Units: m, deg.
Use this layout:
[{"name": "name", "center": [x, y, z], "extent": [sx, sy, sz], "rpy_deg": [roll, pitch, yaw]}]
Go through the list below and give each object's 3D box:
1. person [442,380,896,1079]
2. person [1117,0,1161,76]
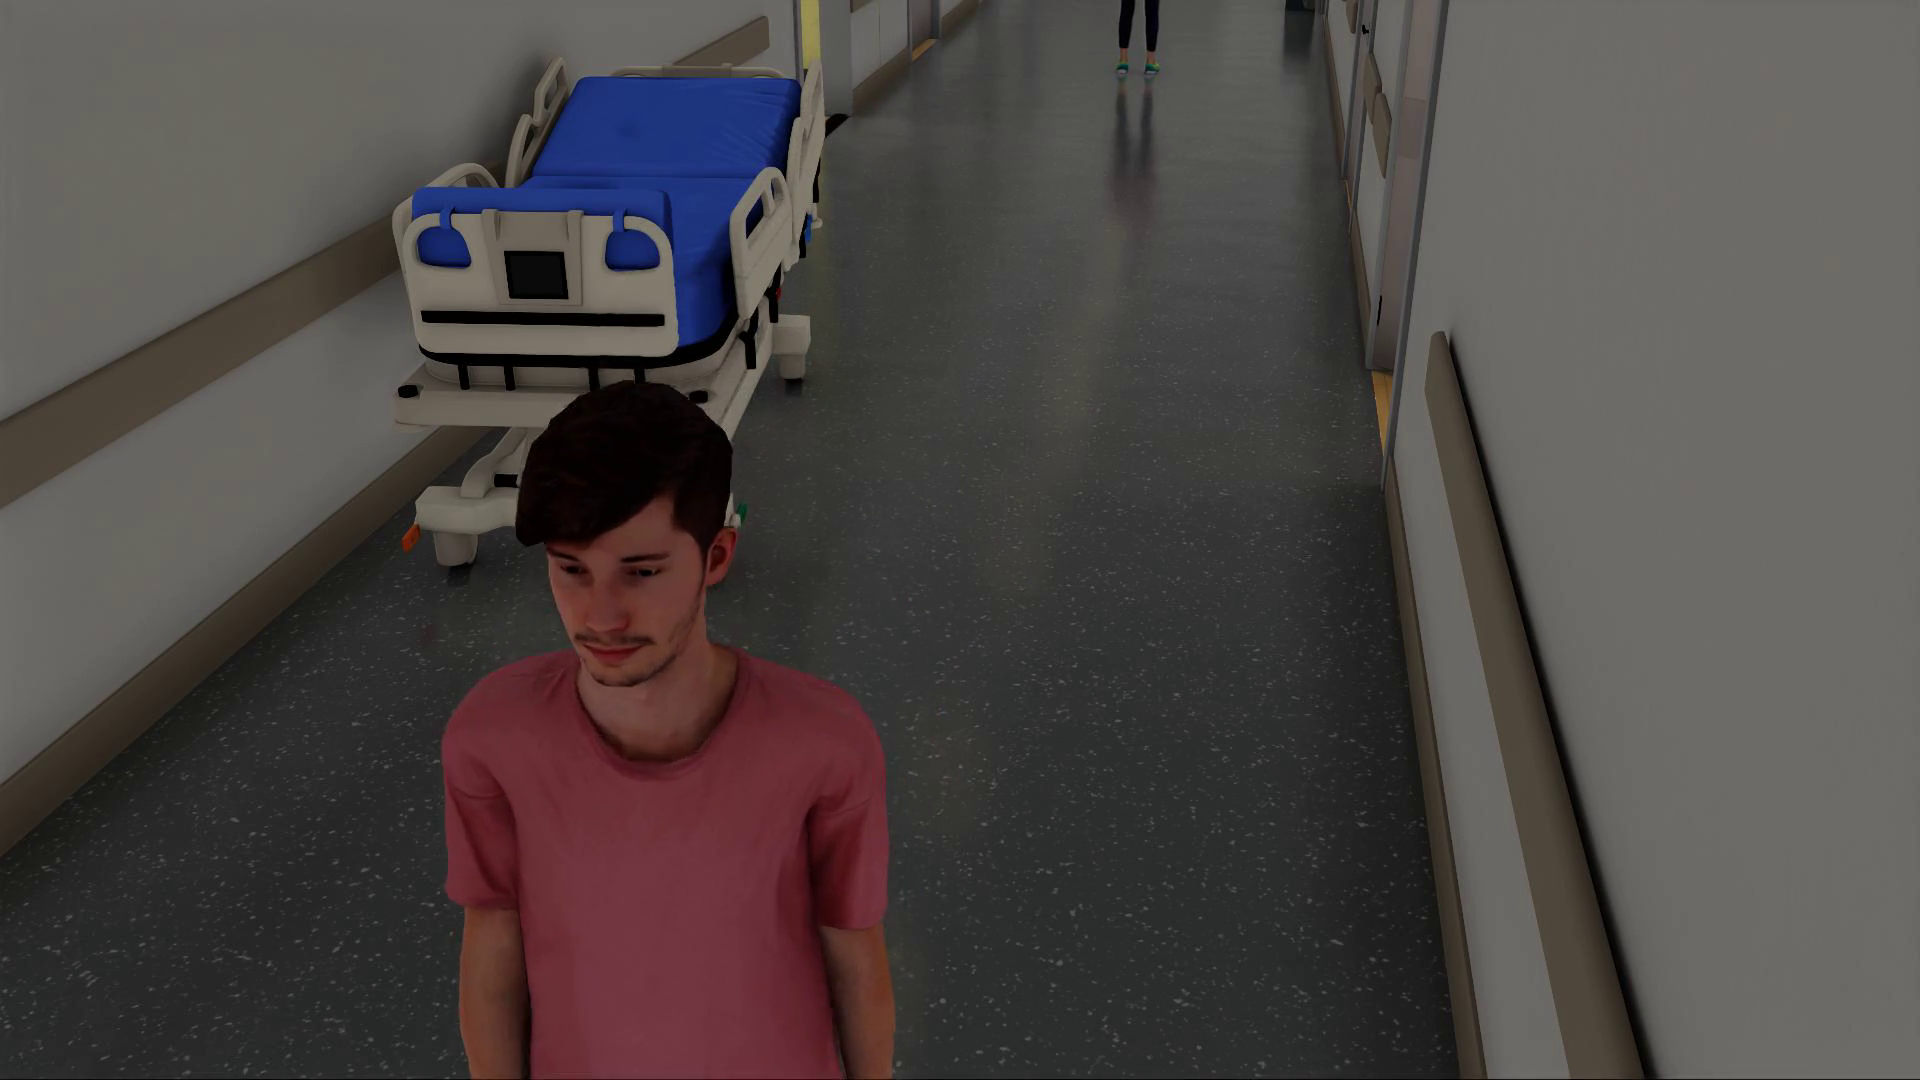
[{"name": "person", "center": [-0.299, 0.689, 2.050], "extent": [1.116, 1.930, 0.793], "rpy_deg": [1, 26, 3]}, {"name": "person", "center": [1.462, -4.624, 13.332], "extent": [0.457, 1.702, 0.642], "rpy_deg": [5, 26, 9]}]
